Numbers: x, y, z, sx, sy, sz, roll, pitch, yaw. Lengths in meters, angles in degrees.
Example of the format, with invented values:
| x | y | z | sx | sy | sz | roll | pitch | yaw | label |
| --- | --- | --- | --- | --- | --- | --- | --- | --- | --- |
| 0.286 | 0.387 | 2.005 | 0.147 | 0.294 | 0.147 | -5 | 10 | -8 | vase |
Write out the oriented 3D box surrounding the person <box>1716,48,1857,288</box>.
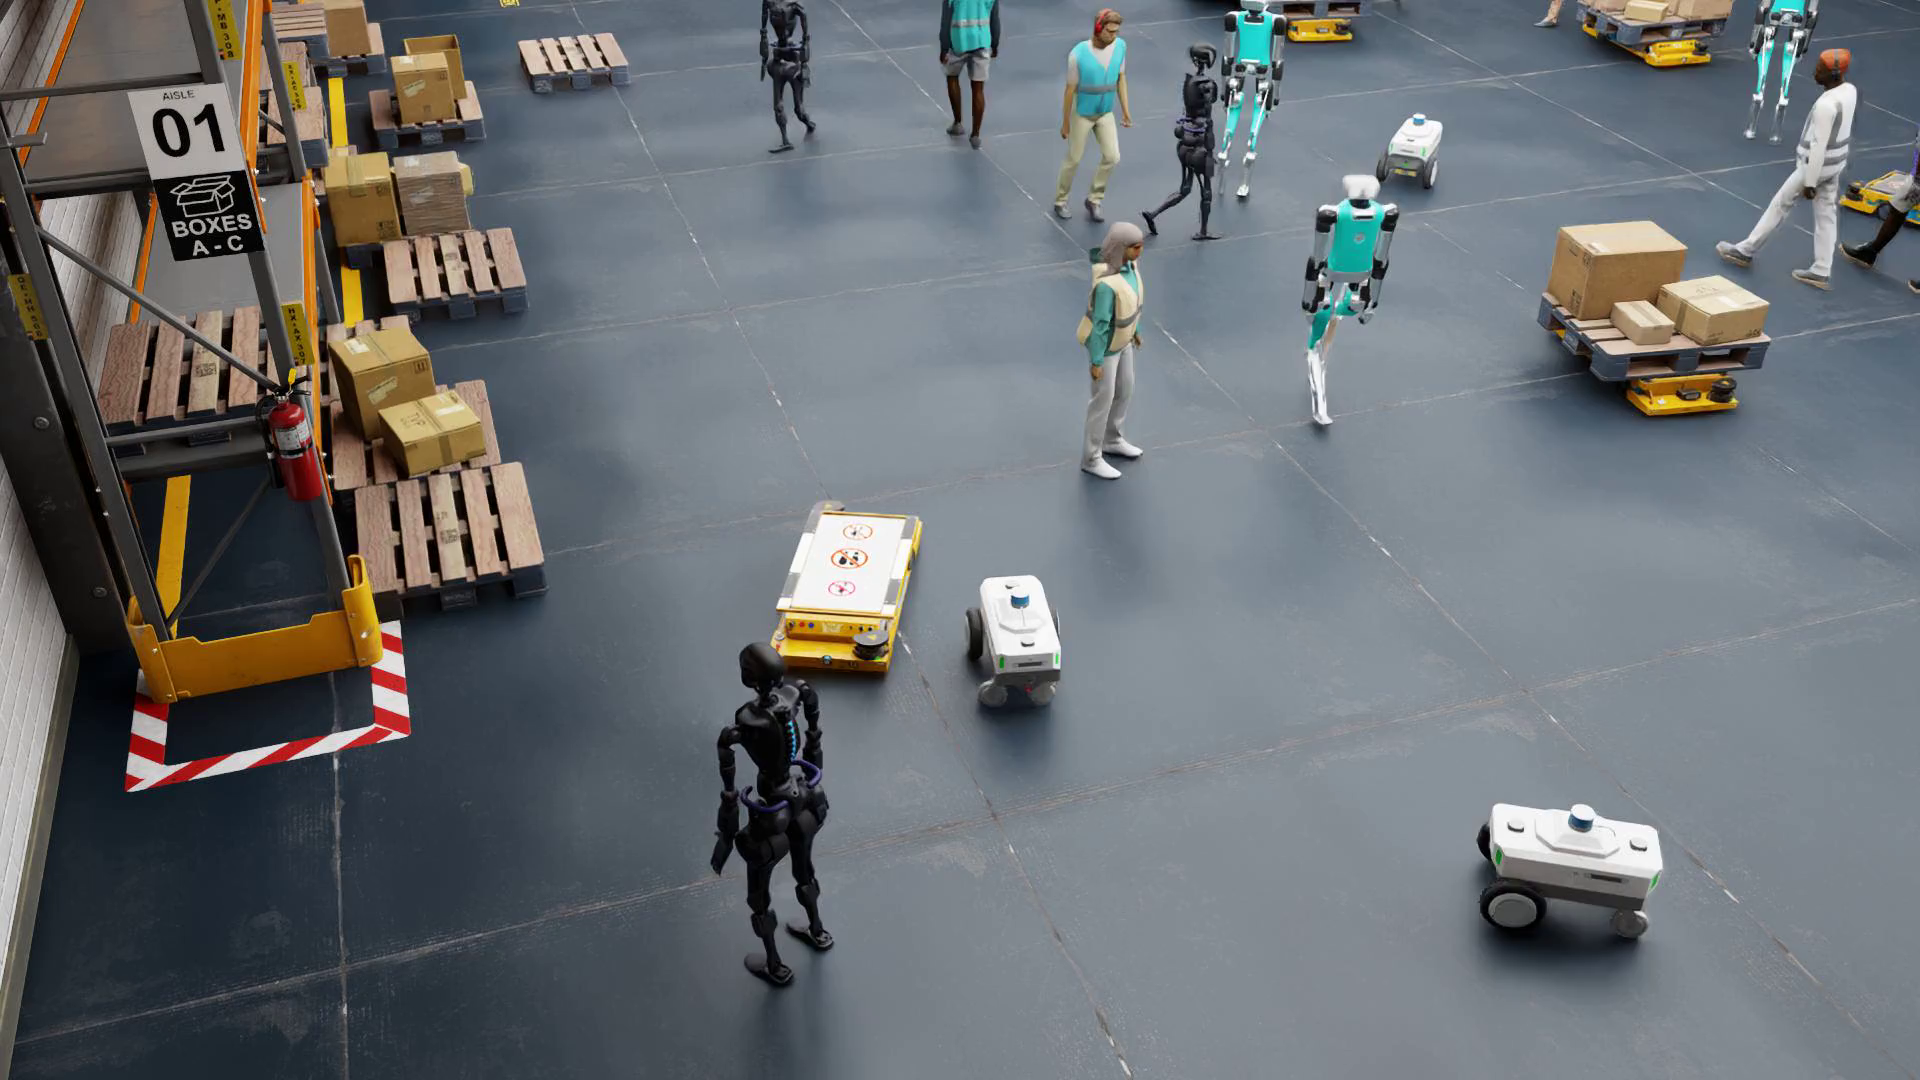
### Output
| x | y | z | sx | sy | sz | roll | pitch | yaw | label |
| --- | --- | --- | --- | --- | --- | --- | --- | --- | --- |
| 6.526 | -2.913 | 12.887 | 0.615 | 1.834 | 0.969 | -24 | 40 | -32 | person |

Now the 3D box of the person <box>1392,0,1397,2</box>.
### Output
| x | y | z | sx | sy | sz | roll | pitch | yaw | label |
| --- | --- | --- | --- | --- | --- | --- | --- | --- | --- |
| 4.925 | -7.162 | 19.413 | 0.494 | 1.839 | 0.708 | -27 | 42 | -35 | person |

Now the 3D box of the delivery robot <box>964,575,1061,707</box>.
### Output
| x | y | z | sx | sy | sz | roll | pitch | yaw | label |
| --- | --- | --- | --- | --- | --- | --- | --- | --- | --- |
| 0.301 | 0.505 | 8.837 | 0.511 | 0.611 | 0.782 | -4 | 33 | -6 | delivery robot |

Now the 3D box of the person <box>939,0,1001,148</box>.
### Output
| x | y | z | sx | sy | sz | roll | pitch | yaw | label |
| --- | --- | --- | --- | --- | --- | --- | --- | --- | --- |
| 0.081 | -4.653 | 15.483 | 0.600 | 1.916 | 0.649 | -6 | 34 | -9 | person |

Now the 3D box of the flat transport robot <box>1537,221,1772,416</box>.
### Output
| x | y | z | sx | sy | sz | roll | pitch | yaw | label |
| --- | --- | --- | --- | --- | --- | --- | --- | --- | --- |
| 4.866 | -1.309 | 11.867 | 0.659 | 0.231 | 1.431 | -6 | 34 | -8 | flat transport robot |

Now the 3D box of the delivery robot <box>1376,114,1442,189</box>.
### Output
| x | y | z | sx | sy | sz | roll | pitch | yaw | label |
| --- | --- | --- | --- | --- | --- | --- | --- | --- | --- |
| 4.096 | -3.524 | 15.012 | 0.499 | 0.606 | 0.796 | 15 | 36 | 21 | delivery robot |

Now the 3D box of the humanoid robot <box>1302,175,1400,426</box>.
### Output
| x | y | z | sx | sy | sz | roll | pitch | yaw | label |
| --- | --- | --- | --- | --- | --- | --- | --- | --- | --- |
| 2.487 | -1.655 | 11.040 | 0.531 | 1.731 | 0.967 | -3 | 33 | -4 | humanoid robot |

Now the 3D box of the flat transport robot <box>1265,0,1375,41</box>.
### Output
| x | y | z | sx | sy | sz | roll | pitch | yaw | label |
| --- | --- | --- | --- | --- | --- | --- | --- | --- | --- |
| 3.971 | -6.005 | 19.068 | 0.659 | 0.231 | 1.431 | -3 | 33 | -5 | flat transport robot |

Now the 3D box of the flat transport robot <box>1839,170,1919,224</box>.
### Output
| x | y | z | sx | sy | sz | roll | pitch | yaw | label |
| --- | --- | --- | --- | --- | --- | --- | --- | --- | --- |
| 8.369 | -2.817 | 14.179 | 0.659 | 0.231 | 1.431 | -25 | 41 | -33 | flat transport robot |

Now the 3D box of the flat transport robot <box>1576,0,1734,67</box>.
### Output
| x | y | z | sx | sy | sz | roll | pitch | yaw | label |
| --- | --- | --- | --- | --- | --- | --- | --- | --- | --- |
| 7.563 | -5.535 | 18.348 | 0.659 | 0.231 | 1.431 | -8 | 34 | -13 | flat transport robot |

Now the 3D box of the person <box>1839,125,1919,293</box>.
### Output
| x | y | z | sx | sy | sz | roll | pitch | yaw | label |
| --- | --- | --- | --- | --- | --- | --- | --- | --- | --- |
| 7.406 | -2.867 | 12.751 | 0.608 | 1.899 | 0.971 | -11 | 35 | -17 | person |

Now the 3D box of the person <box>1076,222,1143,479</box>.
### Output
| x | y | z | sx | sy | sz | roll | pitch | yaw | label |
| --- | --- | --- | --- | --- | --- | --- | --- | --- | --- |
| 0.921 | -1.194 | 10.369 | 0.392 | 1.702 | 0.525 | 12 | 35 | 18 | person |

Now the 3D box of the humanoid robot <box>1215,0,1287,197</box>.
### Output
| x | y | z | sx | sy | sz | roll | pitch | yaw | label |
| --- | --- | --- | --- | --- | --- | --- | --- | --- | --- |
| 2.435 | -3.731 | 14.226 | 0.543 | 1.791 | 0.667 | 12 | 35 | 17 | humanoid robot |

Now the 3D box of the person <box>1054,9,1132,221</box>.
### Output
| x | y | z | sx | sy | sz | roll | pitch | yaw | label |
| --- | --- | --- | --- | --- | --- | --- | --- | --- | --- |
| 1.099 | -3.560 | 13.922 | 0.577 | 1.794 | 0.593 | -19 | 38 | -27 | person |

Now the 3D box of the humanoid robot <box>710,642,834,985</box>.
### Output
| x | y | z | sx | sy | sz | roll | pitch | yaw | label |
| --- | --- | --- | --- | --- | --- | --- | --- | --- | --- |
| -0.766 | 1.115 | 6.858 | 0.321 | 1.656 | 0.593 | 25 | 41 | 33 | humanoid robot |

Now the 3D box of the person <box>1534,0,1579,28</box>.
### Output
| x | y | z | sx | sy | sz | roll | pitch | yaw | label |
| --- | --- | --- | --- | --- | --- | --- | --- | --- | --- |
| 6.942 | -6.641 | 18.783 | 0.674 | 1.641 | 0.517 | -8 | 34 | -12 | person |

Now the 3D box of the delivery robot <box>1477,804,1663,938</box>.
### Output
| x | y | z | sx | sy | sz | roll | pitch | yaw | label |
| --- | --- | --- | --- | --- | --- | --- | --- | --- | --- |
| 2.684 | 1.432 | 7.407 | 0.775 | 0.601 | 0.499 | 7 | 34 | 11 | delivery robot |

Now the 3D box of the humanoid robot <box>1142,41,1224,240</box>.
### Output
| x | y | z | sx | sy | sz | roll | pitch | yaw | label |
| --- | --- | --- | --- | --- | --- | --- | --- | --- | --- |
| 1.866 | -3.241 | 13.554 | 0.648 | 1.634 | 0.590 | -7 | 34 | -10 | humanoid robot |

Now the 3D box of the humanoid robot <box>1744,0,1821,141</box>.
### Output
| x | y | z | sx | sy | sz | roll | pitch | yaw | label |
| --- | --- | --- | --- | --- | --- | --- | --- | --- | --- |
| 7.656 | -4.551 | 15.527 | 0.540 | 1.828 | 0.657 | 10 | 34 | 15 | humanoid robot |

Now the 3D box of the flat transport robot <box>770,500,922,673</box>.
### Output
| x | y | z | sx | sy | sz | roll | pitch | yaw | label |
| --- | --- | --- | --- | --- | --- | --- | --- | --- | --- |
| -0.633 | 0.242 | 9.488 | 0.659 | 0.231 | 1.431 | 4 | 33 | 5 | flat transport robot |

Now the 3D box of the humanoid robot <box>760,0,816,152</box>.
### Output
| x | y | z | sx | sy | sz | roll | pitch | yaw | label |
| --- | --- | --- | --- | --- | --- | --- | --- | --- | --- |
| -1.573 | -4.431 | 15.401 | 0.592 | 1.653 | 0.550 | 18 | 37 | 26 | humanoid robot |
